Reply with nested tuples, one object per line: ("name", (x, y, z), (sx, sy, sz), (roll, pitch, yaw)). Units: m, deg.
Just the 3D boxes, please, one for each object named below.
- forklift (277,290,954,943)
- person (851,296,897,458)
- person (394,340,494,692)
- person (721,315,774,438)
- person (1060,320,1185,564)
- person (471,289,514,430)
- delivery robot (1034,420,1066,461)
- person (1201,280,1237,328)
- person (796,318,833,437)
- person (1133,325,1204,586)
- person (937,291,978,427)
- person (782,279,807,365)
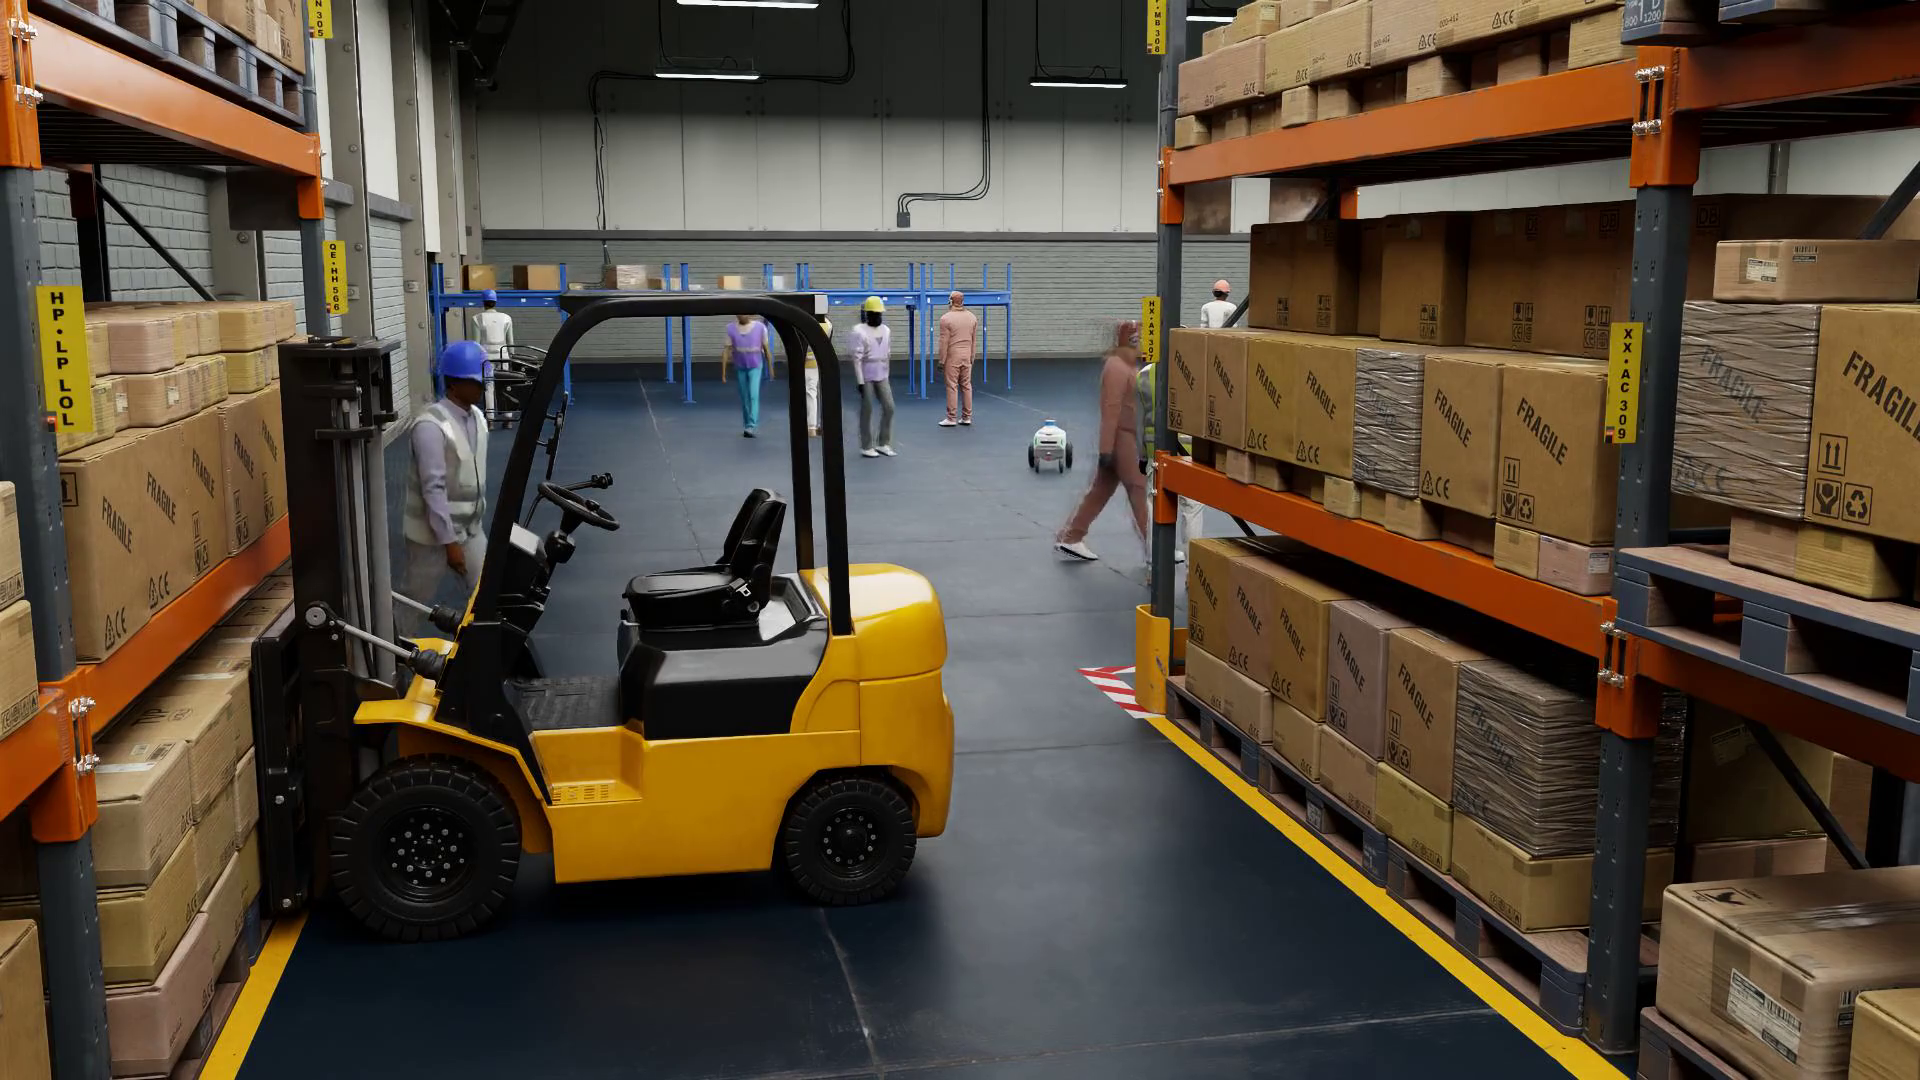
("forklift", (-1.179, 0.175, 6.143), (2.313, 2.155, 1.214), (-2, 10, -12))
("person", (-0.982, -1.912, 19.596), (0.603, 1.900, 0.660), (-8, 12, -39))
("person", (-2.503, -0.051, 8.322), (0.992, 1.879, 0.614), (3, 10, 16))
("person", (-2.815, -2.231, 21.878), (0.627, 1.795, 0.922), (2, 9, 9))
("person", (1.238, -0.743, 12.668), (1.020, 1.855, 0.659), (2, 9, 10))
("person", (-6.512, -2.516, 23.165), (0.609, 1.946, 0.405), (-7, 12, -37))
("delivery robot", (1.008, -1.099, 18.609), (0.477, 0.478, 0.707), (1, 9, 5))
("person", (4.171, -3.152, 26.752), (0.609, 2.044, 0.395), (6, 11, 32))
("person", (-1.979, -2.315, 22.261), (0.430, 1.845, 0.619), (7, 12, 37))
("person", (1.543, -0.596, 11.789), (0.625, 1.844, 0.429), (4, 10, 25))
("person", (-0.060, -2.567, 23.656), (0.650, 1.917, 0.416), (-8, 12, -39))
("person", (-3.556, -4.840, 37.179), (1.035, 2.000, 0.688), (3, 10, 20))
